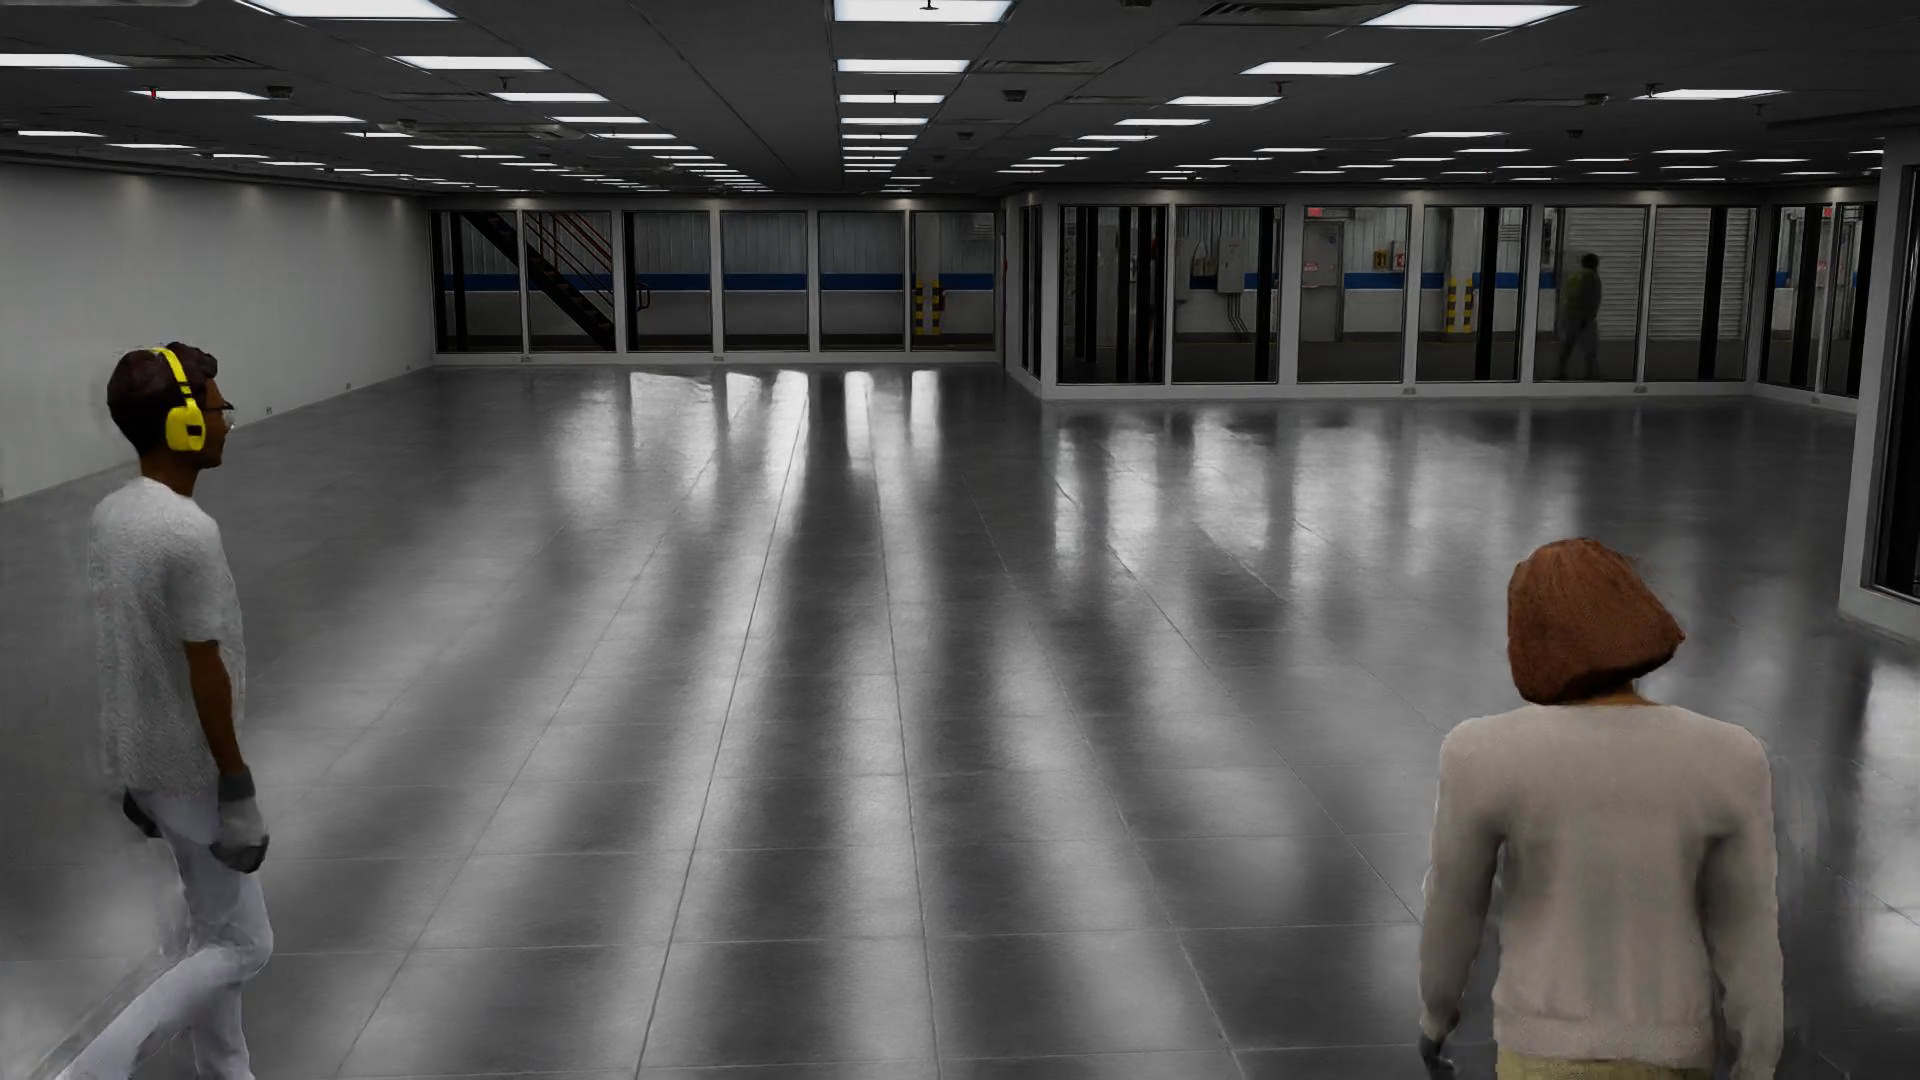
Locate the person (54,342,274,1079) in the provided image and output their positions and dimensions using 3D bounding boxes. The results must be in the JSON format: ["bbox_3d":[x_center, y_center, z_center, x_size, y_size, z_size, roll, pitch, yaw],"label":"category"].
[{"bbox_3d":[-1.722,0.511,3.573,0.525,1.858,0.625,10,15,44],"label":"person"}]

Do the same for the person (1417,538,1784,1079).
[{"bbox_3d":[0.996,0.807,2.628,0.515,1.604,0.484,1,11,8],"label":"person"}]
